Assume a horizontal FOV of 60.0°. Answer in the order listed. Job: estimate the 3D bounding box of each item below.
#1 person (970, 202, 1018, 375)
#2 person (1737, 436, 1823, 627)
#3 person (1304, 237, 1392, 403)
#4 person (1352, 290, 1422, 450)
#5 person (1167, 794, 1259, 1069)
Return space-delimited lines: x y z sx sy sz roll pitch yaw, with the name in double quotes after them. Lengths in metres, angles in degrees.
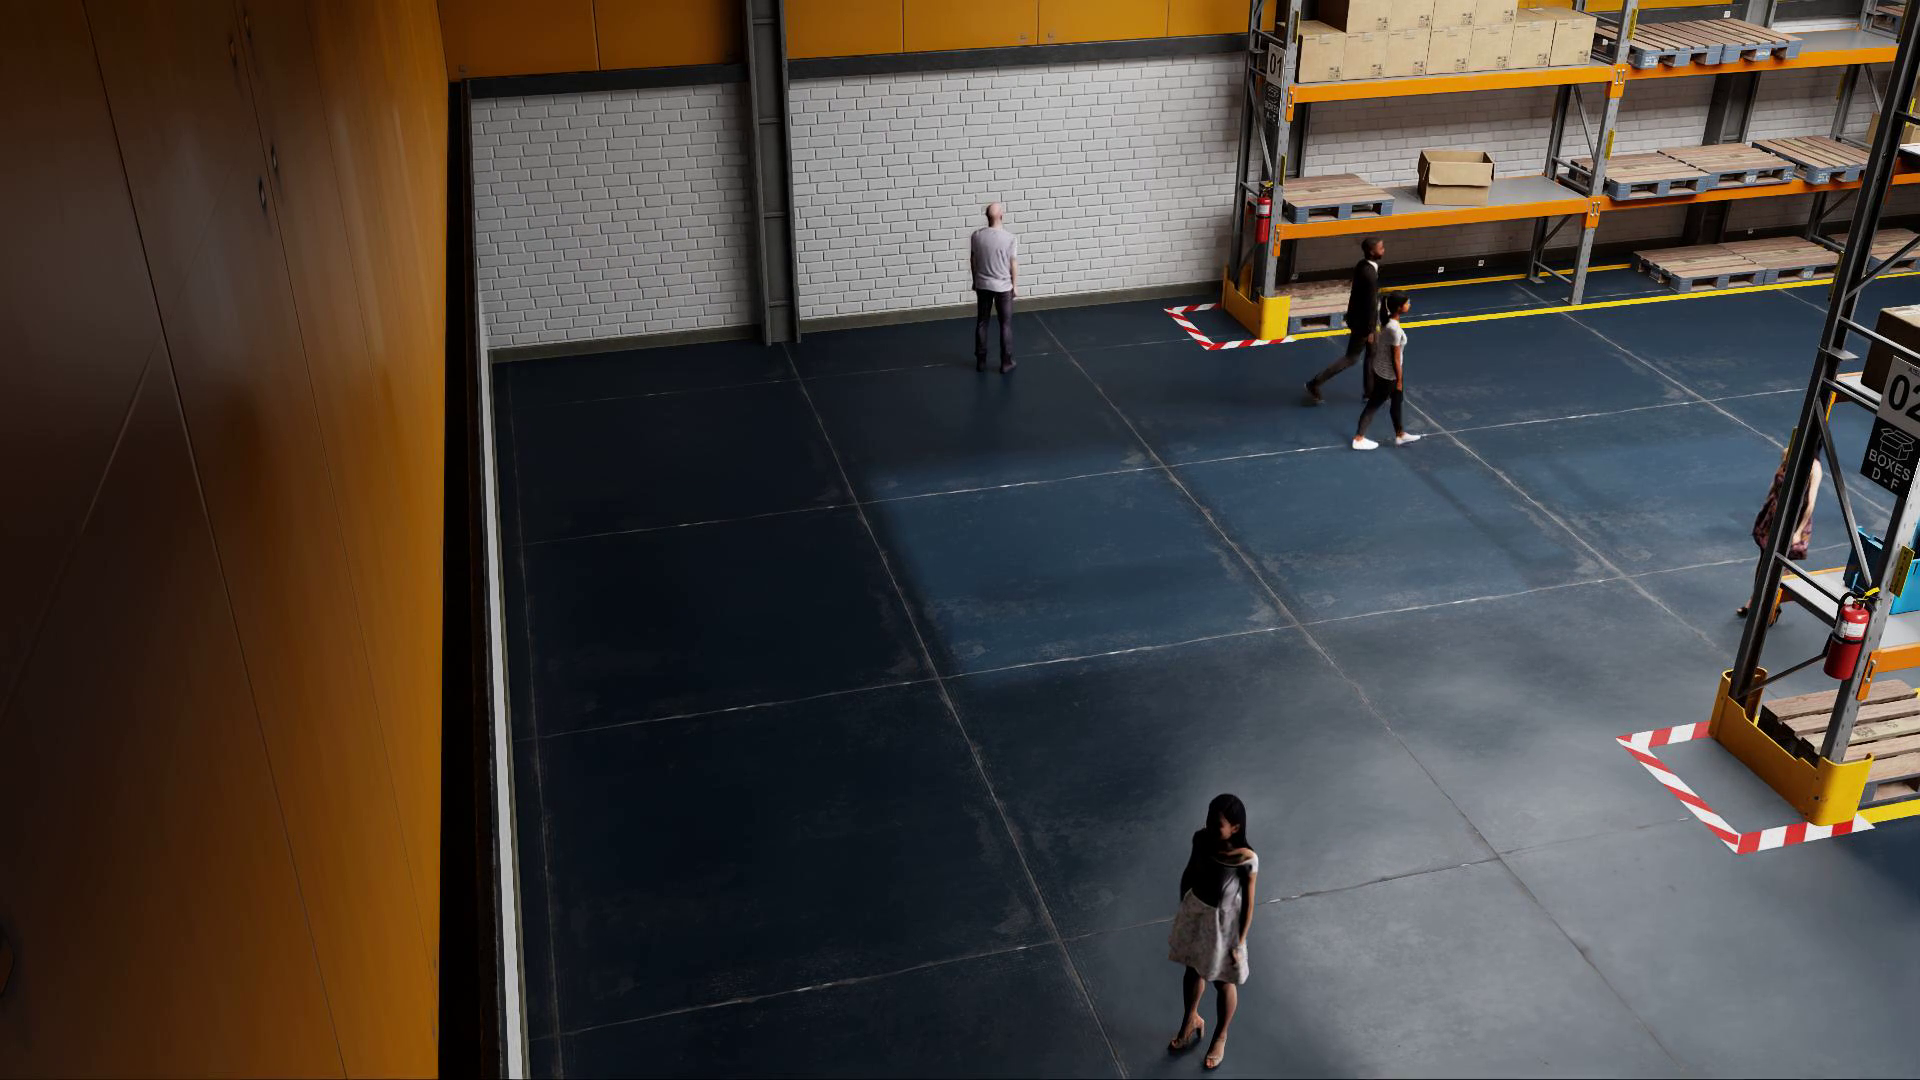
0.355 -2.672 17.600 0.707 1.831 0.808 9 30 15 "person"
6.445 -0.130 13.001 0.642 1.773 0.643 -7 29 -13 "person"
3.952 -2.168 16.744 1.244 1.766 0.938 2 29 4 "person"
3.978 -1.597 15.847 0.983 1.623 0.784 2 29 4 "person"
1.360 2.092 8.926 0.770 1.774 0.805 24 37 37 "person"
